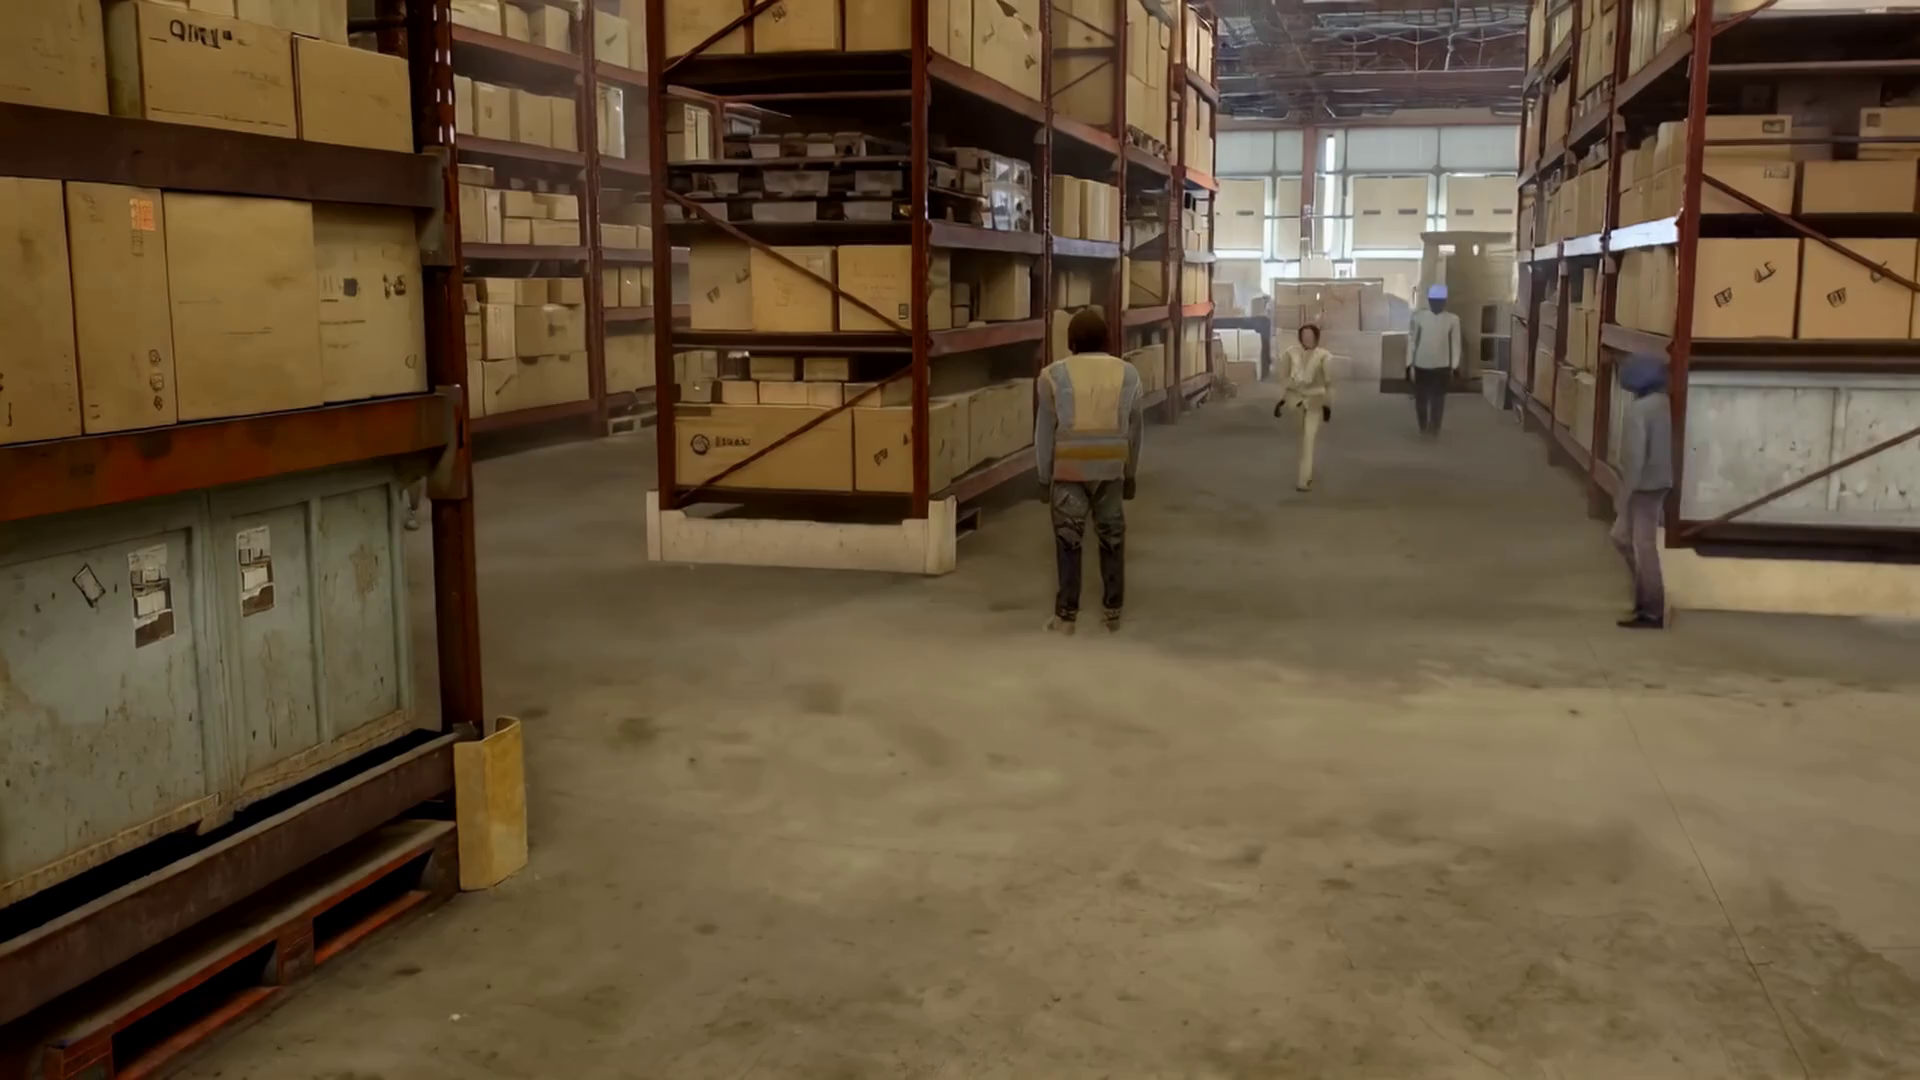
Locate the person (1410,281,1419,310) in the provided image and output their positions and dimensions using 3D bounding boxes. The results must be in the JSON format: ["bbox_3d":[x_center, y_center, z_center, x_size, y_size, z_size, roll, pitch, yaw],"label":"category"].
[{"bbox_3d":[17.265,-8.852,63.054,0.622,1.921,0.550,6,11,35],"label":"person"}]

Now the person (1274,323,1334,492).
[{"bbox_3d":[3.338,-1.295,16.036,0.515,1.602,0.834,5,10,28],"label":"person"}]

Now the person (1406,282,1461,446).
[{"bbox_3d":[5.753,-2.137,20.204,0.629,1.978,0.618,3,9,19],"label":"person"}]

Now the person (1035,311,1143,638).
[{"bbox_3d":[0.713,-0.369,9.407,0.633,1.841,0.429,-2,9,-15],"label":"person"}]

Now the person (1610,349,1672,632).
[{"bbox_3d":[3.922,-0.281,9.541,0.402,1.607,0.609,6,11,35],"label":"person"}]

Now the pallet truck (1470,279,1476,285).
[{"bbox_3d":[18.896,-8.459,60.307,1.885,1.965,0.823,5,10,31],"label":"pallet truck"}]

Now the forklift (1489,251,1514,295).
[{"bbox_3d":[16.070,-7.134,49.097,1.129,2.768,1.873,-1,9,-4],"label":"forklift"}]

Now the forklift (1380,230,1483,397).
[{"bbox_3d":[8.263,-3.887,28.469,1.873,2.768,1.129,-5,10,-30],"label":"forklift"}]

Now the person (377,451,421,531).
[{"bbox_3d":[-4.536,-1.062,13.160,0.371,2.047,0.608,7,11,37],"label":"person"}]
